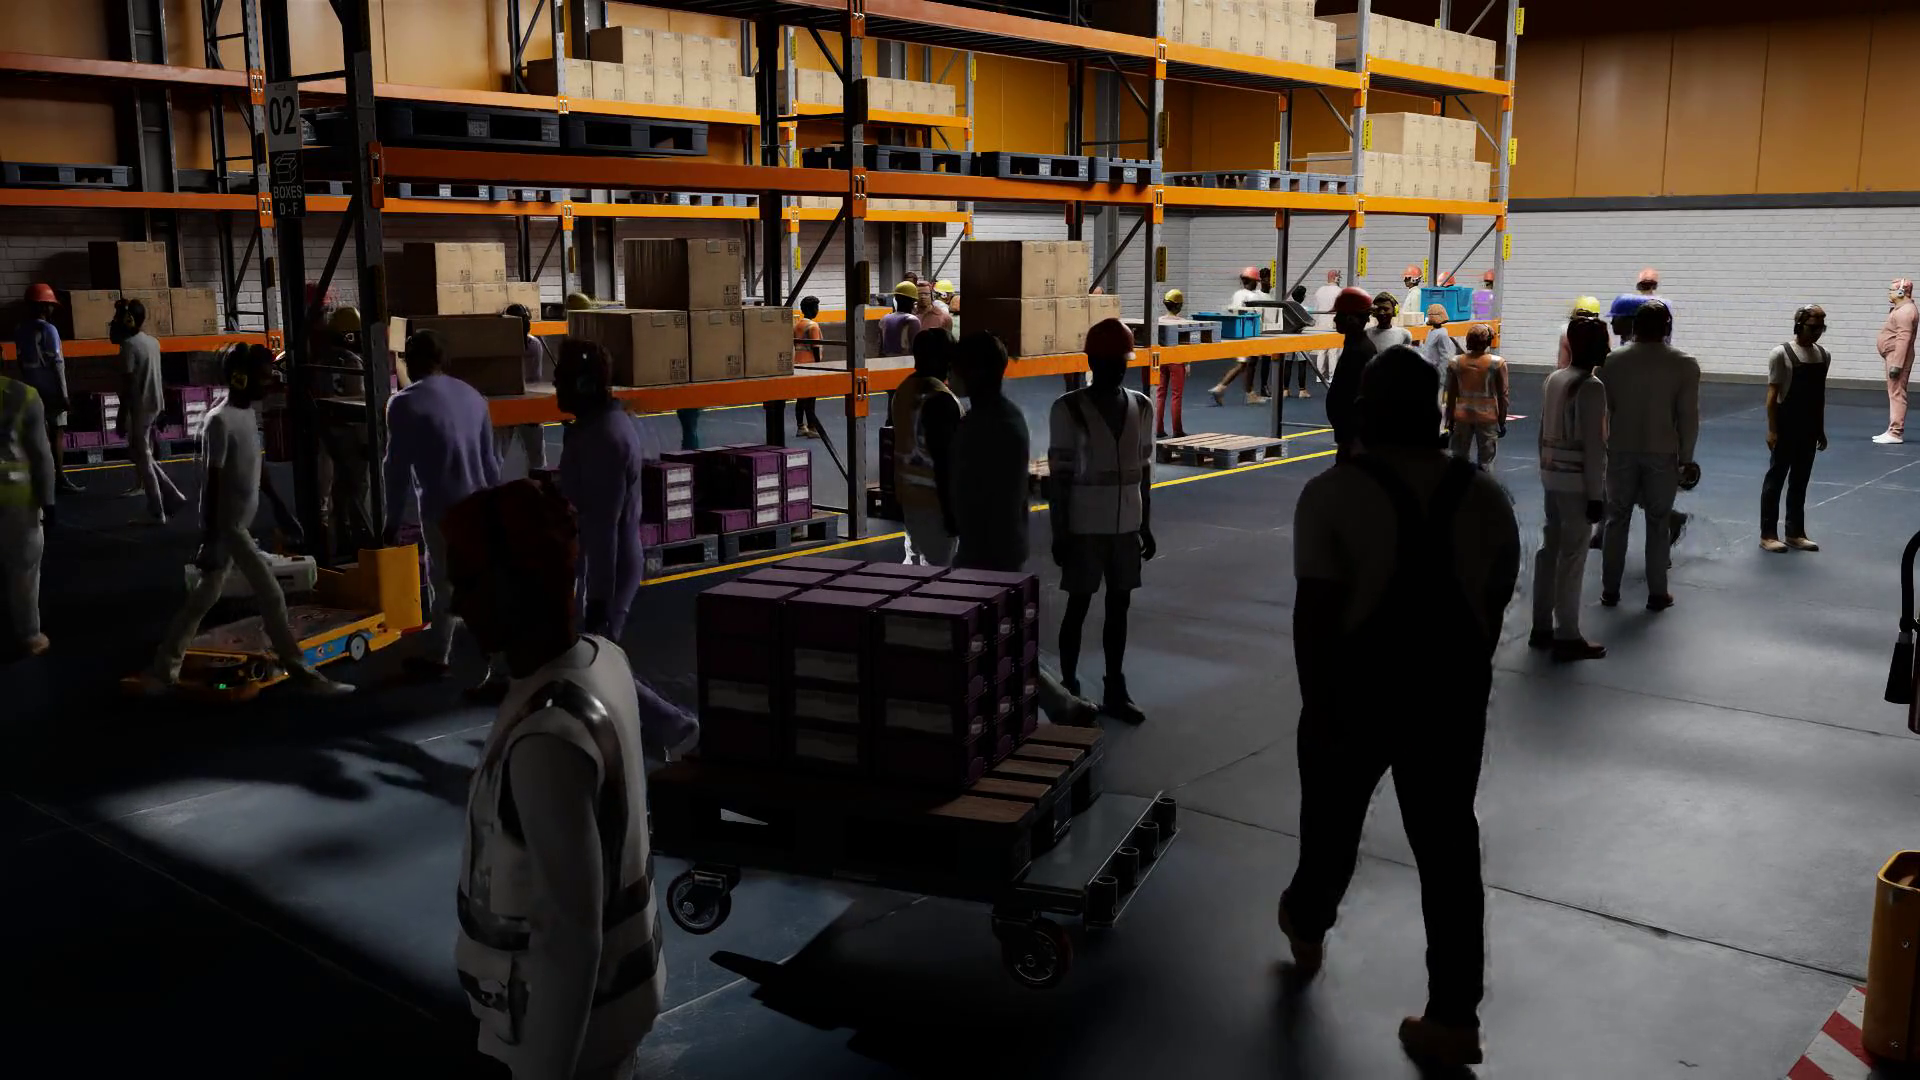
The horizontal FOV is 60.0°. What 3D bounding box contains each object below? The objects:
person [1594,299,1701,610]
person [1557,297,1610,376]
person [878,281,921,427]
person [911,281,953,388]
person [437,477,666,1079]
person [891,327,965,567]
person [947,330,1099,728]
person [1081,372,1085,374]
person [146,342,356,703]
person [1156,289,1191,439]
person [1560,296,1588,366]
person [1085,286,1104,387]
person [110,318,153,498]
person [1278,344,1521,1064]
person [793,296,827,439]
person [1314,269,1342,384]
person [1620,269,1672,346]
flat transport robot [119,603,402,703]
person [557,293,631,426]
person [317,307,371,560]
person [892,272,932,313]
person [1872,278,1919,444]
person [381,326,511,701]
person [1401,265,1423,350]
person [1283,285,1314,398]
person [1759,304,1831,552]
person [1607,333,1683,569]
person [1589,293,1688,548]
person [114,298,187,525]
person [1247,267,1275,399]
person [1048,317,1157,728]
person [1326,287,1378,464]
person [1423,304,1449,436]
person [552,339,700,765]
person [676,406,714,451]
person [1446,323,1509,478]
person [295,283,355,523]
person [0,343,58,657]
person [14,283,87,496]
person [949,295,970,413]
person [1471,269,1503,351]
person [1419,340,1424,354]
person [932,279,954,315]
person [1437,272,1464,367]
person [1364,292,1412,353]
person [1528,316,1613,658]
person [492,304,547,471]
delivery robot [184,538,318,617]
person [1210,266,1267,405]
[{"bbox_3d":[4.274,-0.530,10.416,0.631,1.940,0.372,6,12,30],"label":"person"},{"bbox_3d":[6.251,-1.543,16.674,0.523,1.769,0.324,9,13,41],"label":"person"},{"bbox_3d":[-0.572,-1.664,16.933,0.585,1.917,0.380,9,13,42],"label":"person"},{"bbox_3d":[-0.391,-1.802,17.752,0.643,1.908,0.410,-1,10,-5],"label":"person"},{"bbox_3d":[-0.687,0.824,2.856,0.354,1.887,0.572,-1,10,-6],"label":"person"},{"bbox_3d":[-0.129,-0.200,8.812,0.429,1.845,0.621,-4,11,-22],"label":"person"},{"bbox_3d":[0.196,0.083,6.967,0.656,1.925,0.626,-2,10,-10],"label":"person"},{"bbox_3d":[2.124,-3.870,29.924,0.328,1.769,0.526,2,10,13],"label":"person"},{"bbox_3d":[-3.575,-0.068,8.180,0.985,1.811,0.608,-3,10,-15],"label":"person"},{"bbox_3d":[2.521,-2.082,19.747,0.525,1.769,0.313,9,13,42],"label":"person"},{"bbox_3d":[7.168,-1.956,19.225,0.492,1.697,0.896,8,13,40],"label":"person"},{"bbox_3d":[2.222,-3.301,27.043,0.515,1.640,0.315,3,10,14],"label":"person"},{"bbox_3d":[-7.537,-1.203,15.121,0.285,1.632,0.497,-3,10,-15],"label":"person"},{"bbox_3d":[1.257,0.401,4.827,0.708,2.000,1.073,-1,10,-8],"label":"person"},{"bbox_3d":[-1.799,-2.054,19.791,0.321,1.692,0.529,-7,12,-33],"label":"person"},{"bbox_3d":[6.194,-3.545,27.679,0.402,1.904,0.652,-6,12,-31],"label":"person"},{"bbox_3d":[8.808,-2.484,21.408,0.612,1.999,1.052,5,11,26],"label":"person"},{"bbox_3d":[-3.678,0.578,8.854,0.652,0.197,1.431,3,10,15],"label":"flat transport robot"},{"bbox_3d":[-3.159,-1.197,14.418,0.933,1.875,0.593,8,13,40],"label":"person"},{"bbox_3d":[-4.414,-0.773,12.102,0.404,1.832,0.597,-9,14,-42],"label":"person"},{"bbox_3d":[-0.679,-2.789,23.335,0.591,1.919,0.390,2,10,14],"label":"person"},{"bbox_3d":[10.815,-2.063,19.233,0.402,1.911,0.639,6,12,31],"label":"person"},{"bbox_3d":[-2.568,-0.145,8.442,0.934,1.880,0.651,3,11,19],"label":"person"},{"bbox_3d":[6.720,-3.079,24.772,0.381,1.995,0.611,2,10,11],"label":"person"},{"bbox_3d":[5.075,-2.977,25.037,0.541,1.695,0.315,7,12,35],"label":"person"},{"bbox_3d":[6.233,-0.827,12.380,0.507,1.844,0.345,-3,10,-15],"label":"person"},{"bbox_3d":[4.807,-0.694,11.678,0.588,1.823,0.403,6,12,30],"label":"person"},{"bbox_3d":[4.992,-0.853,12.285,0.699,1.931,0.619,4,11,23],"label":"person"},{"bbox_3d":[-6.683,-1.031,13.534,0.391,1.856,0.525,-1,10,-5],"label":"person"},{"bbox_3d":[4.524,-3.074,24.817,0.603,1.966,0.372,-5,11,-26],"label":"person"},{"bbox_3d":[0.686,-0.075,7.833,0.553,1.934,0.364,-4,11,-24],"label":"person"},{"bbox_3d":[2.655,-0.716,11.317,0.382,1.994,0.613,3,10,16],"label":"person"},{"bbox_3d":[5.342,-1.844,18.762,0.278,1.633,0.507,-1,10,-5],"label":"person"},{"bbox_3d":[-1.396,0.138,6.729,0.582,1.895,0.655,-2,10,-12],"label":"person"},{"bbox_3d":[-2.691,-1.468,16.182,0.583,1.788,0.978,3,10,17],"label":"person"},{"bbox_3d":[4.283,-0.976,13.804,0.514,1.641,0.307,7,12,33],"label":"person"},{"bbox_3d":[-5.316,-1.115,13.672,0.643,1.957,0.877,6,11,30],"label":"person"},{"bbox_3d":[-5.230,-0.218,8.965,0.641,1.821,0.672,-2,10,-9],"label":"person"},{"bbox_3d":[-8.342,-1.371,15.207,0.542,1.938,0.358,5,11,26],"label":"person"},{"bbox_3d":[-0.018,-2.419,22.032,0.499,1.636,0.286,5,11,24],"label":"person"},{"bbox_3d":[8.482,-3.415,26.910,0.717,1.919,0.549,-7,12,-33],"label":"person"},{"bbox_3d":[8.279,-3.677,29.257,0.531,1.617,0.713,4,11,21],"label":"person"},{"bbox_3d":[-0.227,-2.628,22.659,0.404,1.835,0.590,-3,11,-19],"label":"person"},{"bbox_3d":[6.636,-2.699,22.799,0.541,1.932,0.382,8,13,39],"label":"person"},{"bbox_3d":[3.739,-1.267,14.810,0.509,1.872,0.328,3,10,18],"label":"person"},{"bbox_3d":[3.402,-0.293,9.237,0.337,1.877,0.585,-1,10,-6],"label":"person"},{"bbox_3d":[-3.871,-1.148,14.406,0.646,1.785,0.965,4,11,22],"label":"person"},{"bbox_3d":[-4.142,0.234,9.735,0.707,0.478,0.477,-5,11,-26],"label":"delivery robot"},{"bbox_3d":[3.992,-2.906,23.805,0.911,2.007,0.661,-4,11,-20],"label":"person"}]
